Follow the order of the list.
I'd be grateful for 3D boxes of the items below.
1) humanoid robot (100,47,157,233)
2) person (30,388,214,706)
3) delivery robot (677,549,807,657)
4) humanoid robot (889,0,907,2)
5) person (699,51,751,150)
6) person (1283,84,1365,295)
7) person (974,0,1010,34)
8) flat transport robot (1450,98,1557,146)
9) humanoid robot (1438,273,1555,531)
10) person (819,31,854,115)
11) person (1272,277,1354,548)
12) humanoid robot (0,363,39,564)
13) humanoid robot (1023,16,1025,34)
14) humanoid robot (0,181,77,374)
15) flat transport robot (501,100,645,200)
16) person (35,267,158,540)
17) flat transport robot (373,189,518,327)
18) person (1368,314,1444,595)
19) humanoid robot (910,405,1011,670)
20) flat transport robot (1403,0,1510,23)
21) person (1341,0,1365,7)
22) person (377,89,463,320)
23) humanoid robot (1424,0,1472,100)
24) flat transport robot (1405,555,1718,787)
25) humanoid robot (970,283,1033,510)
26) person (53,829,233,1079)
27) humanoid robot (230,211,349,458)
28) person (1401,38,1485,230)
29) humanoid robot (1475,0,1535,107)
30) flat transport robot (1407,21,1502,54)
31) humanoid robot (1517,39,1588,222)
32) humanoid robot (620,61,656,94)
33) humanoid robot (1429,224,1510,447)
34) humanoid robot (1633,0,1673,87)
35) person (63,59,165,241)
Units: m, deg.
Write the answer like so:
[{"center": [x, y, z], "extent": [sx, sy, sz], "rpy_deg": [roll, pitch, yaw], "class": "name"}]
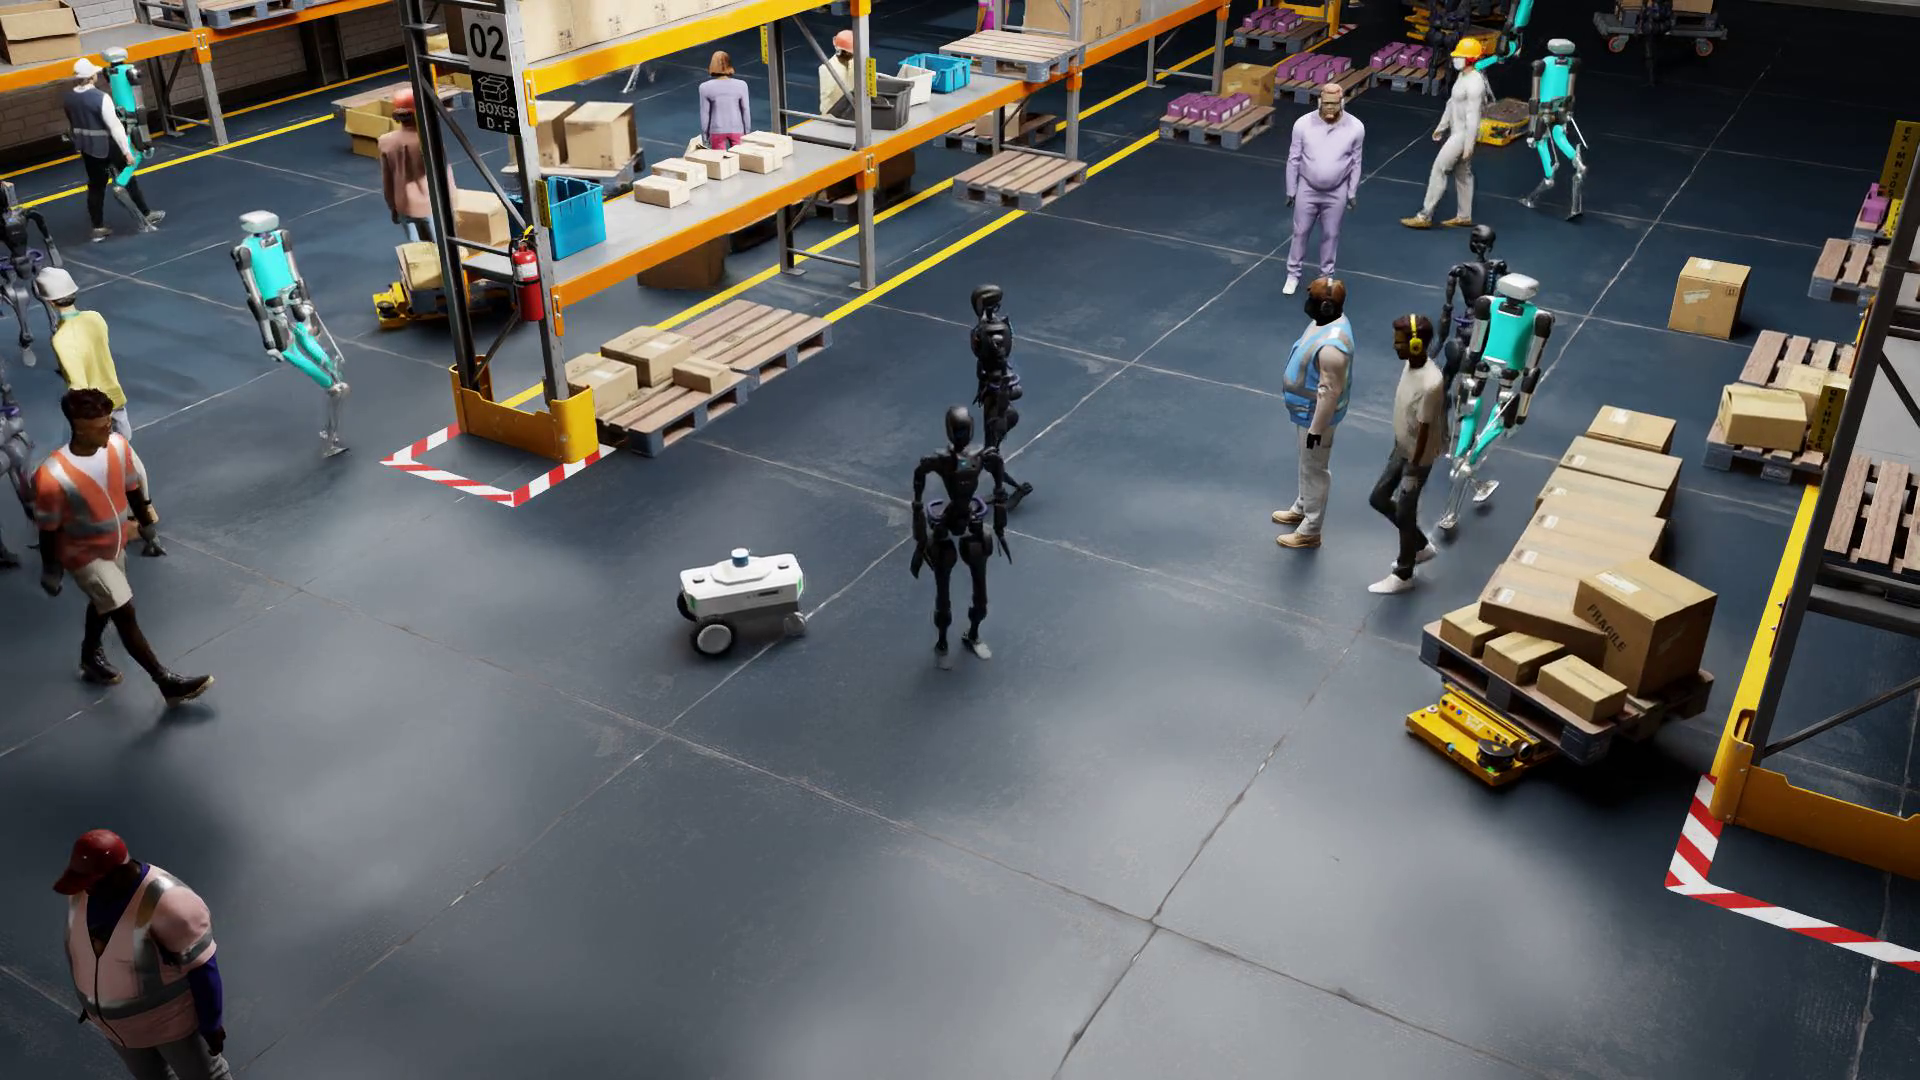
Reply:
[{"center": [-8.273, -3.876, 16.331], "extent": [0.569, 1.785, 0.714], "rpy_deg": [19, 35, 30], "class": "humanoid robot"}, {"center": [-4.742, 0.042, 9.196], "extent": [1.017, 1.902, 0.644], "rpy_deg": [8, 30, 13], "class": "person"}, {"center": [-1.314, 0.324, 10.052], "extent": [0.746, 0.570, 0.499], "rpy_deg": [-9, 31, -16], "class": "delivery robot"}, {"center": [-1.022, -9.232, 25.845], "extent": [0.601, 1.643, 0.390], "rpy_deg": [-3, 30, -5], "class": "humanoid robot"}, {"center": [-2.363, -4.113, 16.836], "extent": [0.499, 1.628, 0.290], "rpy_deg": [-3, 30, -5], "class": "person"}, {"center": [3.206, -3.089, 14.743], "extent": [0.650, 1.905, 0.406], "rpy_deg": [5, 30, 8], "class": "person"}, {"center": [0.393, -6.391, 20.643], "extent": [0.514, 1.847, 0.337], "rpy_deg": [-22, 36, -33], "class": "person"}, {"center": [6.459, -4.961, 19.718], "extent": [0.659, 0.231, 1.431], "rpy_deg": [24, 37, 36], "class": "flat transport robot"}, {"center": [3.398, -0.830, 10.938], "extent": [0.532, 1.729, 1.018], "rpy_deg": [25, 38, 36], "class": "humanoid robot"}, {"center": [-1.267, -4.409, 17.255], "extent": [0.490, 1.725, 0.671], "rpy_deg": [19, 35, 30], "class": "person"}, {"center": [2.296, -0.829, 10.811], "extent": [0.429, 1.843, 0.624], "rpy_deg": [3, 30, 5], "class": "person"}, {"center": [-6.187, -0.626, 10.629], "extent": [0.462, 1.646, 0.609], "rpy_deg": [4, 30, 8], "class": "humanoid robot"}, {"center": [1.033, -7.464, 22.681], "extent": [0.542, 1.788, 0.912], "rpy_deg": [6, 30, 11], "class": "humanoid robot"}, {"center": [-7.424, -2.094, 13.226], "extent": [0.537, 1.644, 0.610], "rpy_deg": [26, 39, 38], "class": "humanoid robot"}, {"center": [-4.016, -3.679, 17.450], "extent": [0.659, 0.231, 1.431], "rpy_deg": [4, 30, 7], "class": "flat transport robot"}, {"center": [-5.625, -0.876, 10.850], "extent": [0.399, 1.888, 0.473], "rpy_deg": [3, 30, 6], "class": "person"}, {"center": [-4.450, -2.176, 14.791], "extent": [1.431, 0.231, 0.659], "rpy_deg": [-11, 31, -19], "class": "flat transport robot"}, {"center": [2.779, -0.518, 10.251], "extent": [0.411, 1.848, 0.551], "rpy_deg": [-2, 30, -4], "class": "person"}, {"center": [-0.005, -0.023, 9.559], "extent": [0.593, 1.655, 0.341], "rpy_deg": [-8, 30, -14], "class": "humanoid robot"}, {"center": [7.414, -7.841, 24.813], "extent": [1.431, 0.231, 0.659], "rpy_deg": [-15, 33, -24], "class": "flat transport robot"}, {"center": [6.093, -9.112, 25.552], "extent": [0.341, 1.748, 0.572], "rpy_deg": [-17, 34, -28], "class": "person"}, {"center": [-4.594, -2.853, 14.246], "extent": [0.647, 1.987, 0.389], "rpy_deg": [4, 30, 7], "class": "person"}, {"center": [6.094, -6.386, 20.795], "extent": [0.315, 1.655, 0.599], "rpy_deg": [-24, 37, -36], "class": "humanoid robot"}, {"center": [3.258, 0.924, 9.306], "extent": [1.431, 0.231, 0.659], "rpy_deg": [-17, 33, -27], "class": "flat transport robot"}, {"center": [0.272, -0.974, 11.236], "extent": [0.427, 1.633, 0.609], "rpy_deg": [-8, 30, -13], "class": "humanoid robot"}, {"center": [-3.055, 1.785, 6.281], "extent": [0.612, 1.748, 0.419], "rpy_deg": [7, 30, 13], "class": "person"}, {"center": [-4.685, -1.468, 12.053], "extent": [0.871, 1.785, 0.564], "rpy_deg": [10, 31, 17], "class": "humanoid robot"}, {"center": [4.791, -3.988, 16.370], "extent": [0.826, 1.865, 0.594], "rpy_deg": [5, 30, 9], "class": "person"}, {"center": [6.422, -5.967, 19.876], "extent": [0.735, 1.671, 0.533], "rpy_deg": [24, 37, 36], "class": "humanoid robot"}, {"center": [7.111, -7.137, 23.568], "extent": [0.659, 0.231, 1.431], "rpy_deg": [-20, 35, -31], "class": "flat transport robot"}, {"center": [6.061, -4.034, 16.625], "extent": [0.532, 1.768, 1.006], "rpy_deg": [-10, 31, -17], "class": "humanoid robot"}, {"center": [-4.164, -6.595, 21.185], "extent": [0.549, 1.861, 0.817], "rpy_deg": [19, 35, 30], "class": "humanoid robot"}, {"center": [3.734, -1.476, 12.126], "extent": [0.589, 1.634, 0.405], "rpy_deg": [-11, 31, -19], "class": "humanoid robot"}, {"center": [8.933, -6.669, 21.319], "extent": [0.611, 1.643, 0.424], "rpy_deg": [-16, 33, -26], "class": "humanoid robot"}, {"center": [-8.361, -3.848, 16.280], "extent": [0.786, 1.714, 0.837], "rpy_deg": [7, 30, 12], "class": "person"}]
